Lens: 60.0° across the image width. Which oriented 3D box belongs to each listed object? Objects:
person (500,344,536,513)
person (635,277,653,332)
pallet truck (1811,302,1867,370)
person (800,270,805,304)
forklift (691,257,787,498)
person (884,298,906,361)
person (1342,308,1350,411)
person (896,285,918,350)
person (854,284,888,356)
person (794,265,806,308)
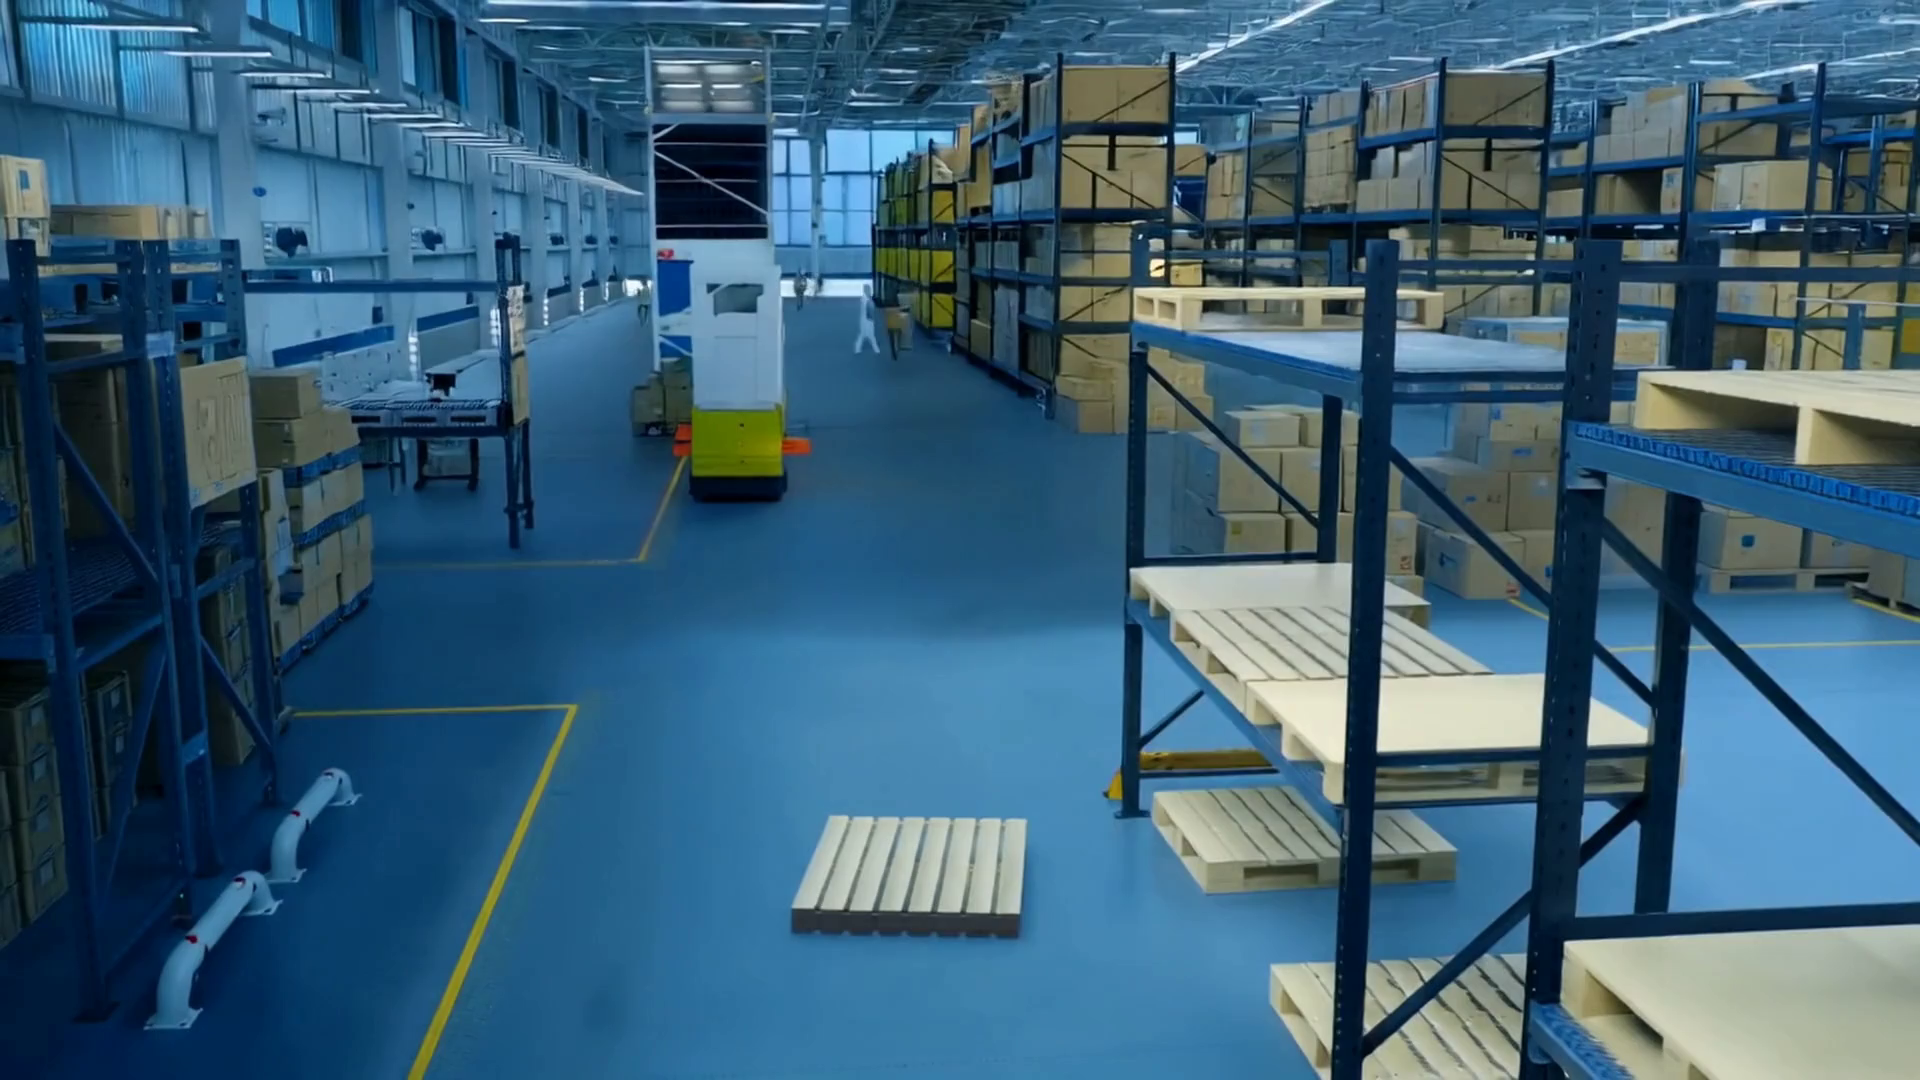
[{"bbox_3d":[-4.943,-1.270,18.590,0.372,1.936,0.627,-1,10,-6],"label":"person"},{"bbox_3d":[-10.407,-7.783,54.970,0.644,1.828,0.573,-3,11,-16],"label":"person"},{"bbox_3d":[15.846,-3.142,28.793,1.885,1.965,0.823,2,10,12],"label":"pallet truck"},{"bbox_3d":[-7.525,-12.009,78.928,0.394,1.622,0.544,1,10,3],"label":"person"},{"bbox_3d":[-2.671,-1.988,19.951,1.129,2.768,1.873,-1,10,-6],"label":"forklift"},{"bbox_3d":[-1.645,-5.312,41.965,0.528,1.590,0.856,2,10,12],"label":"person"},{"bbox_3d":[6.611,-3.111,28.984,0.655,1.877,0.891,-5,11,-26],"label":"person"},{"bbox_3d":[-1.535,-6.129,45.892,0.740,1.808,0.400,-1,10,-6],"label":"person"},{"bbox_3d":[-2.344,-5.748,43.566,1.017,1.868,0.609,3,11,14],"label":"person"},{"bbox_3d":[-7.201,-11.390,74.734,0.560,1.914,0.683,-1,10,-8],"label":"person"}]
